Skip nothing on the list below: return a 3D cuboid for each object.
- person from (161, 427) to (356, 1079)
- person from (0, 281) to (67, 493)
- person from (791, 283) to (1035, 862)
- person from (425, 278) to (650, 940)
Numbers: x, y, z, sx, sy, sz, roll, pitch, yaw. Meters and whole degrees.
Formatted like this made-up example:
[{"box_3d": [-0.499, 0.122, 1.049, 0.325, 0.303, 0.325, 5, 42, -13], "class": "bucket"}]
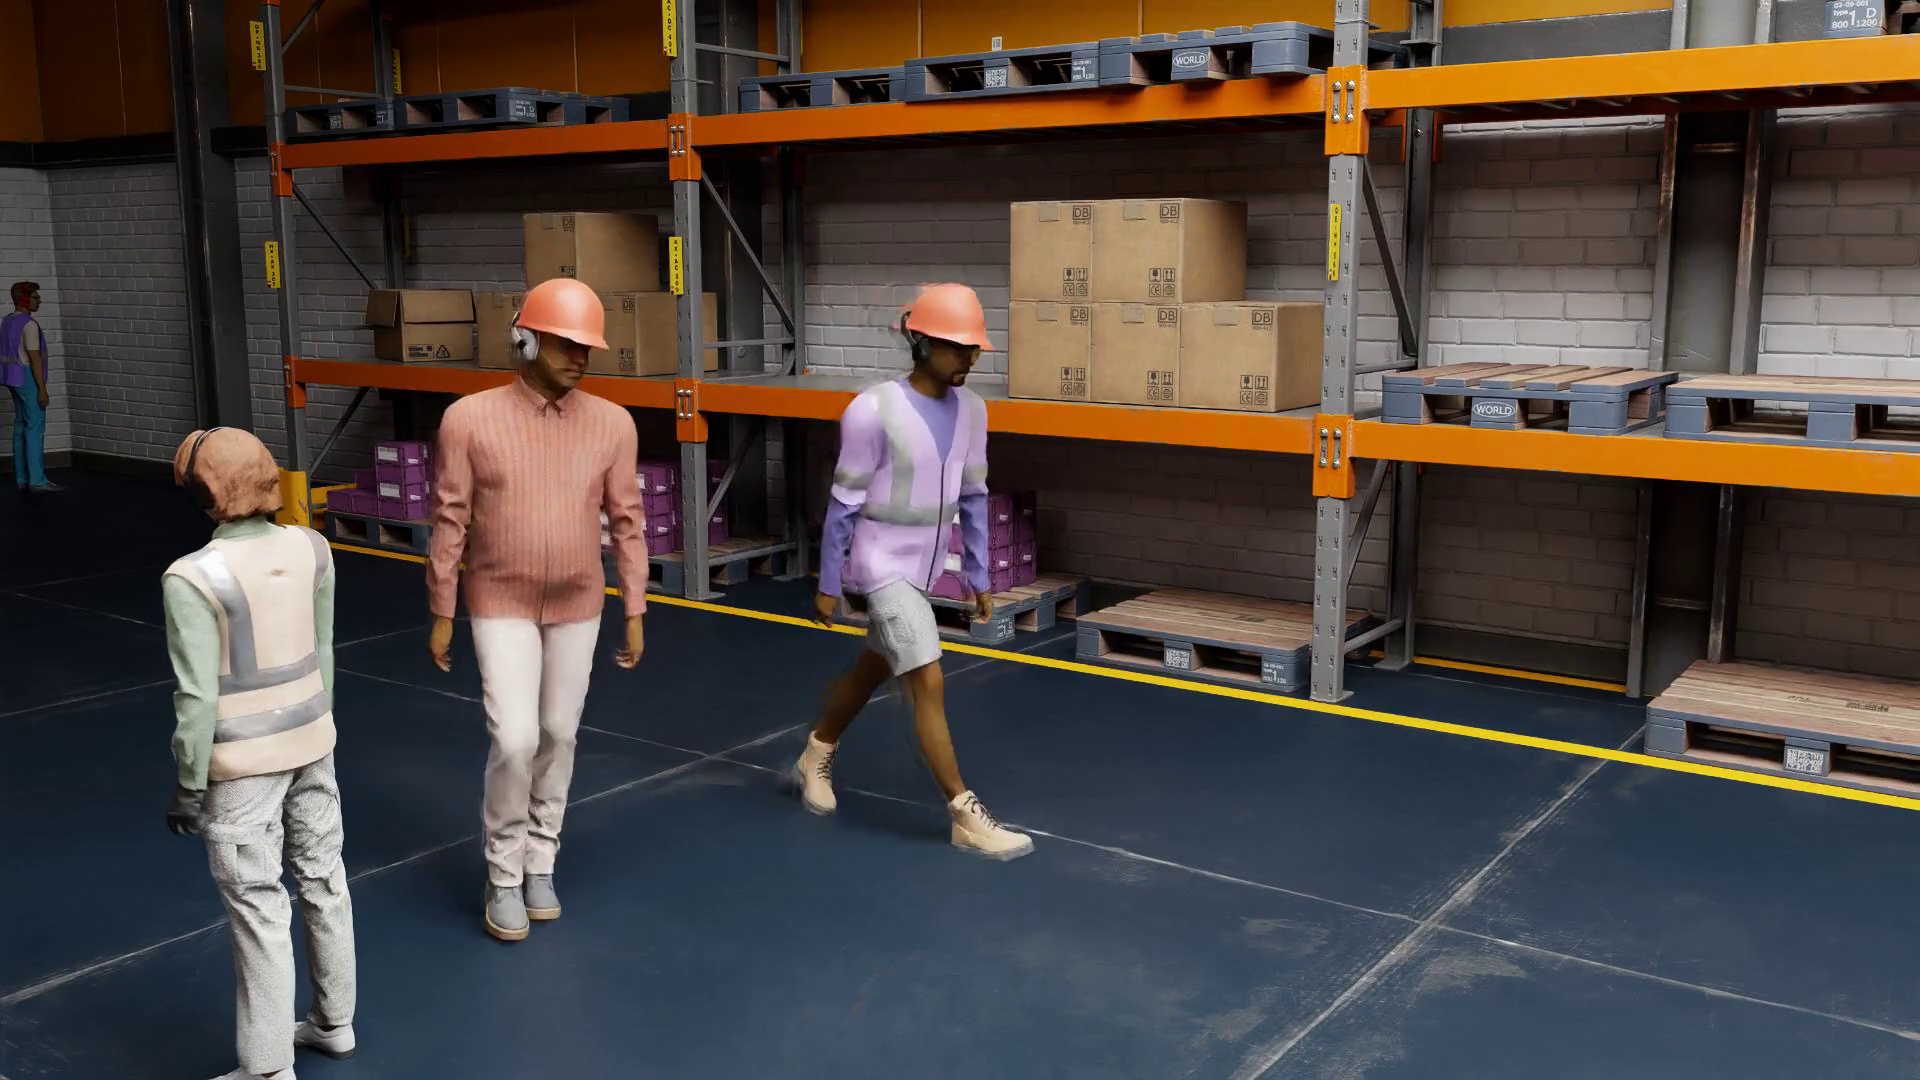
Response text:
[{"box_3d": [-1.688, 0.541, 4.018, 0.312, 1.638, 0.512, 3, 10, 19], "class": "person"}, {"box_3d": [-8.167, -1.331, 14.546, 0.570, 1.843, 0.372, 8, 12, 39], "class": "person"}, {"box_3d": [-0.232, 0.085, 5.834, 1.121, 1.960, 0.619, 8, 12, 38], "class": "person"}, {"box_3d": [-1.241, 0.212, 4.992, 0.644, 1.965, 0.592, -5, 11, -29], "class": "person"}]
